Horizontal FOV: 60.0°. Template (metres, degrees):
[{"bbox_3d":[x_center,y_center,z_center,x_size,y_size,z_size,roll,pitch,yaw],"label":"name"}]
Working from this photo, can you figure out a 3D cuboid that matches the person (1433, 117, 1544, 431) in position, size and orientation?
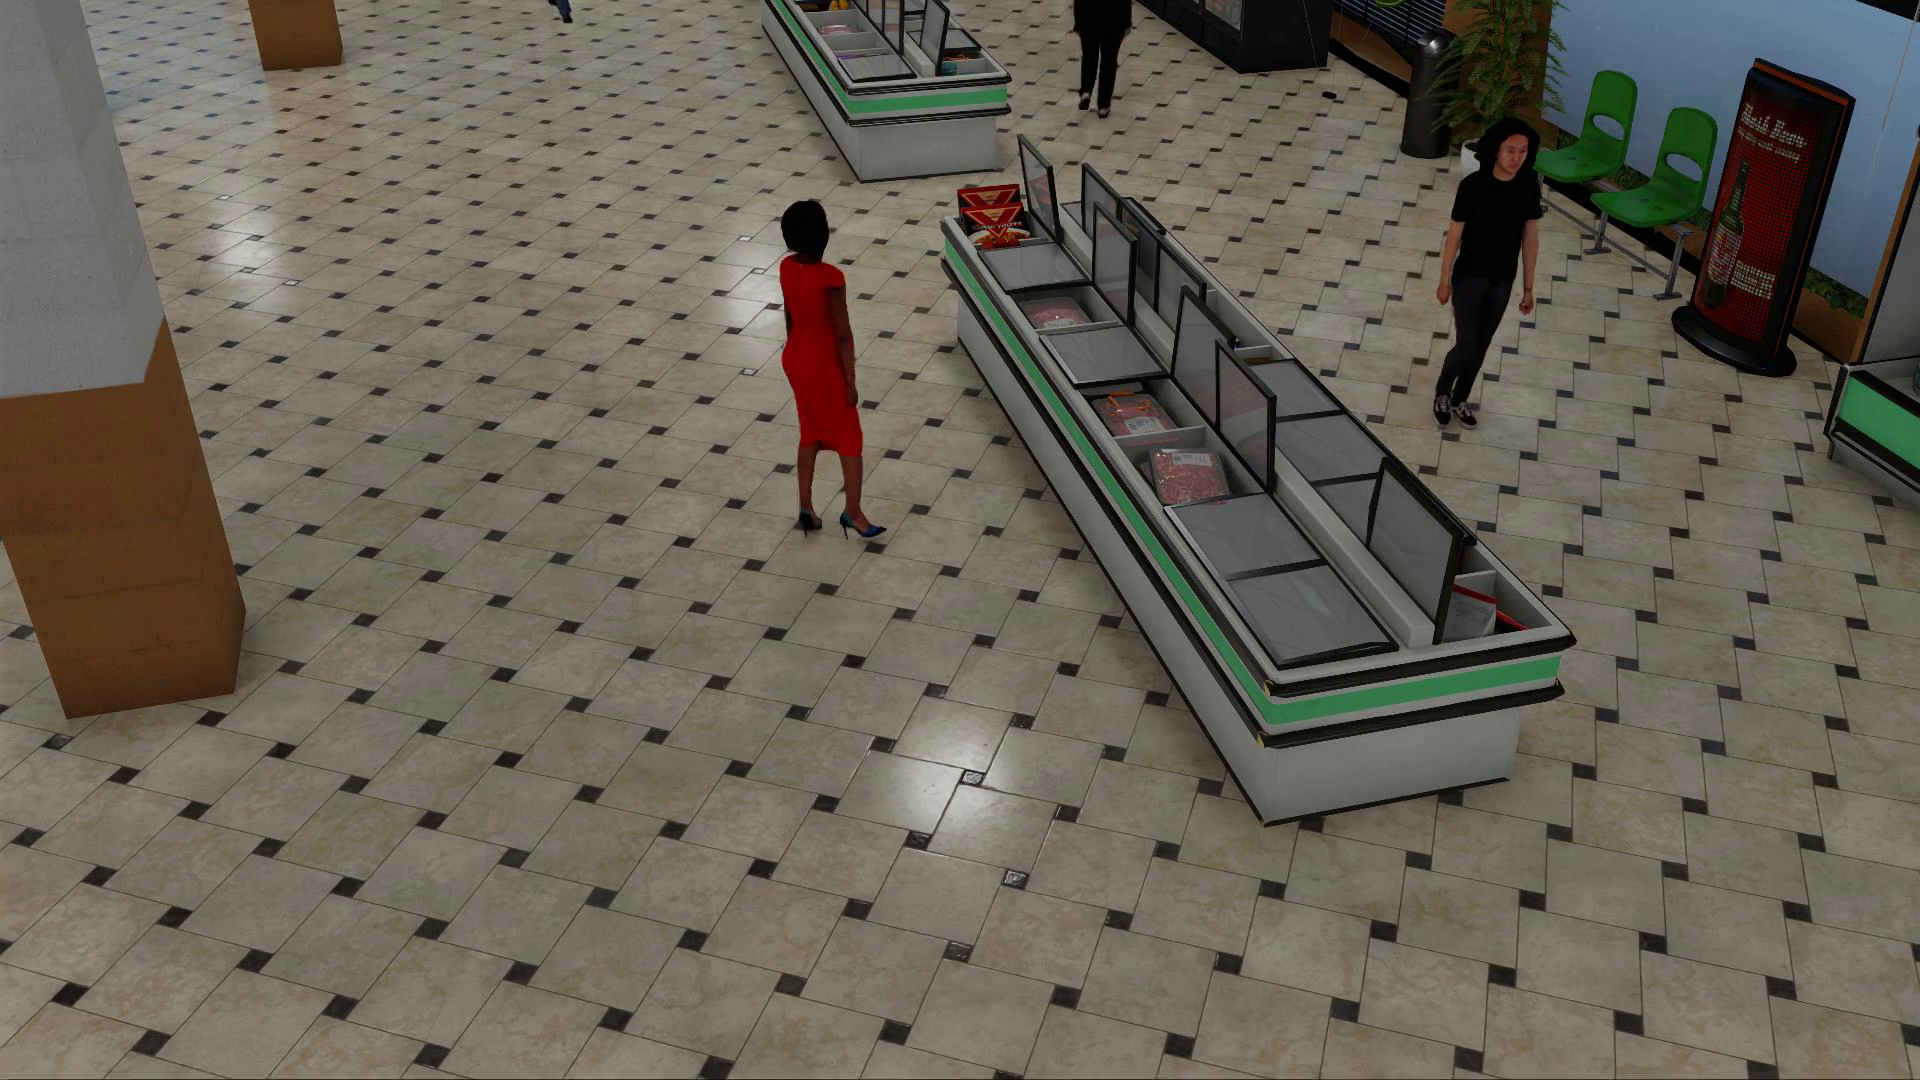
[{"bbox_3d":[2.893,-1.507,9.268,0.656,1.821,0.617,-6,32,-10],"label":"person"}]

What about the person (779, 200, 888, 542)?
[{"bbox_3d":[-0.701,-0.785,8.211,0.891,1.712,0.780,-21,38,-30],"label":"person"}]

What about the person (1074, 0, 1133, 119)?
[{"bbox_3d":[1.189,-4.349,14.042,0.804,1.605,0.862,7,33,12],"label":"person"}]
